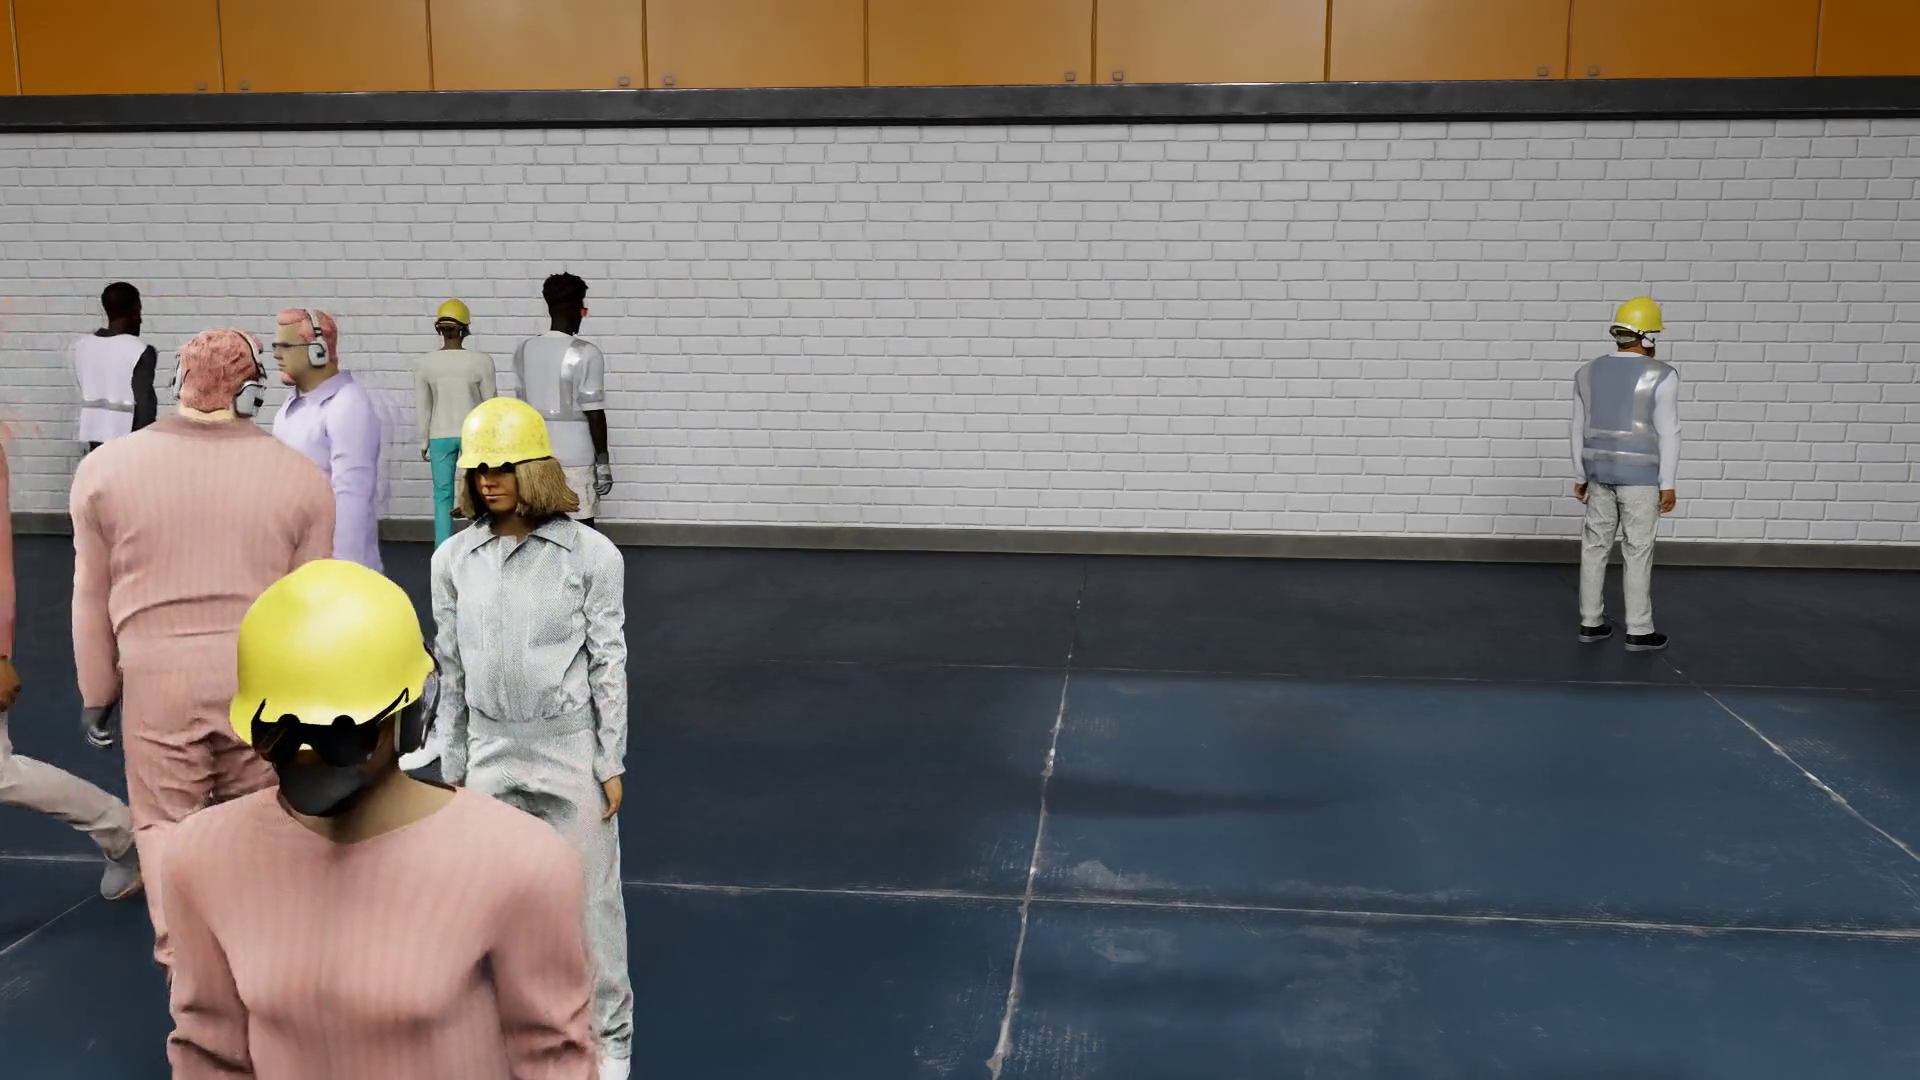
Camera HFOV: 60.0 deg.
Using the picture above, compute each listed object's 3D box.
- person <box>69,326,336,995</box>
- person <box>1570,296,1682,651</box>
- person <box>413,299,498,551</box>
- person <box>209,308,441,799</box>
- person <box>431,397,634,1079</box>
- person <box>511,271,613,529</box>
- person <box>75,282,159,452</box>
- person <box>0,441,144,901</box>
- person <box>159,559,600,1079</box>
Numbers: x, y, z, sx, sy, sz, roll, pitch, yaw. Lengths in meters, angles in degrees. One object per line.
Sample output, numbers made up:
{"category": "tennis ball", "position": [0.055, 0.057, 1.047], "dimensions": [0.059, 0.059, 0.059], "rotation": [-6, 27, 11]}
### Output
{"category": "person", "position": [-1.947, 0.392, 4.333], "dimensions": [0.661, 1.880, 0.715], "rotation": [-4, 11, -22]}
{"category": "person", "position": [3.477, -0.345, 8.679], "dimensions": [0.404, 1.834, 0.591], "rotation": [-7, 12, -35]}
{"category": "person", "position": [-3.172, -0.635, 10.538], "dimensions": [0.525, 1.769, 0.313], "rotation": [-1, 10, -7]}
{"category": "person", "position": [-2.413, 0.036, 6.431], "dimensions": [0.977, 1.865, 0.659], "rotation": [-9, 14, -43]}
{"category": "person", "position": [-1.028, 0.523, 3.995], "dimensions": [0.491, 1.738, 0.311], "rotation": [2, 10, 9]}
{"category": "person", "position": [-2.132, -0.459, 8.984], "dimensions": [0.607, 1.958, 0.373], "rotation": [6, 11, 30]}
{"category": "person", "position": [-4.906, -0.585, 9.949], "dimensions": [0.600, 1.877, 0.929], "rotation": [3, 10, 18]}
{"category": "person", "position": [-2.885, 0.249, 4.896], "dimensions": [0.622, 1.972, 0.822], "rotation": [8, 13, 38]}
{"category": "person", "position": [-0.709, 0.831, 2.221], "dimensions": [0.538, 1.730, 0.716], "rotation": [1, 10, 6]}
